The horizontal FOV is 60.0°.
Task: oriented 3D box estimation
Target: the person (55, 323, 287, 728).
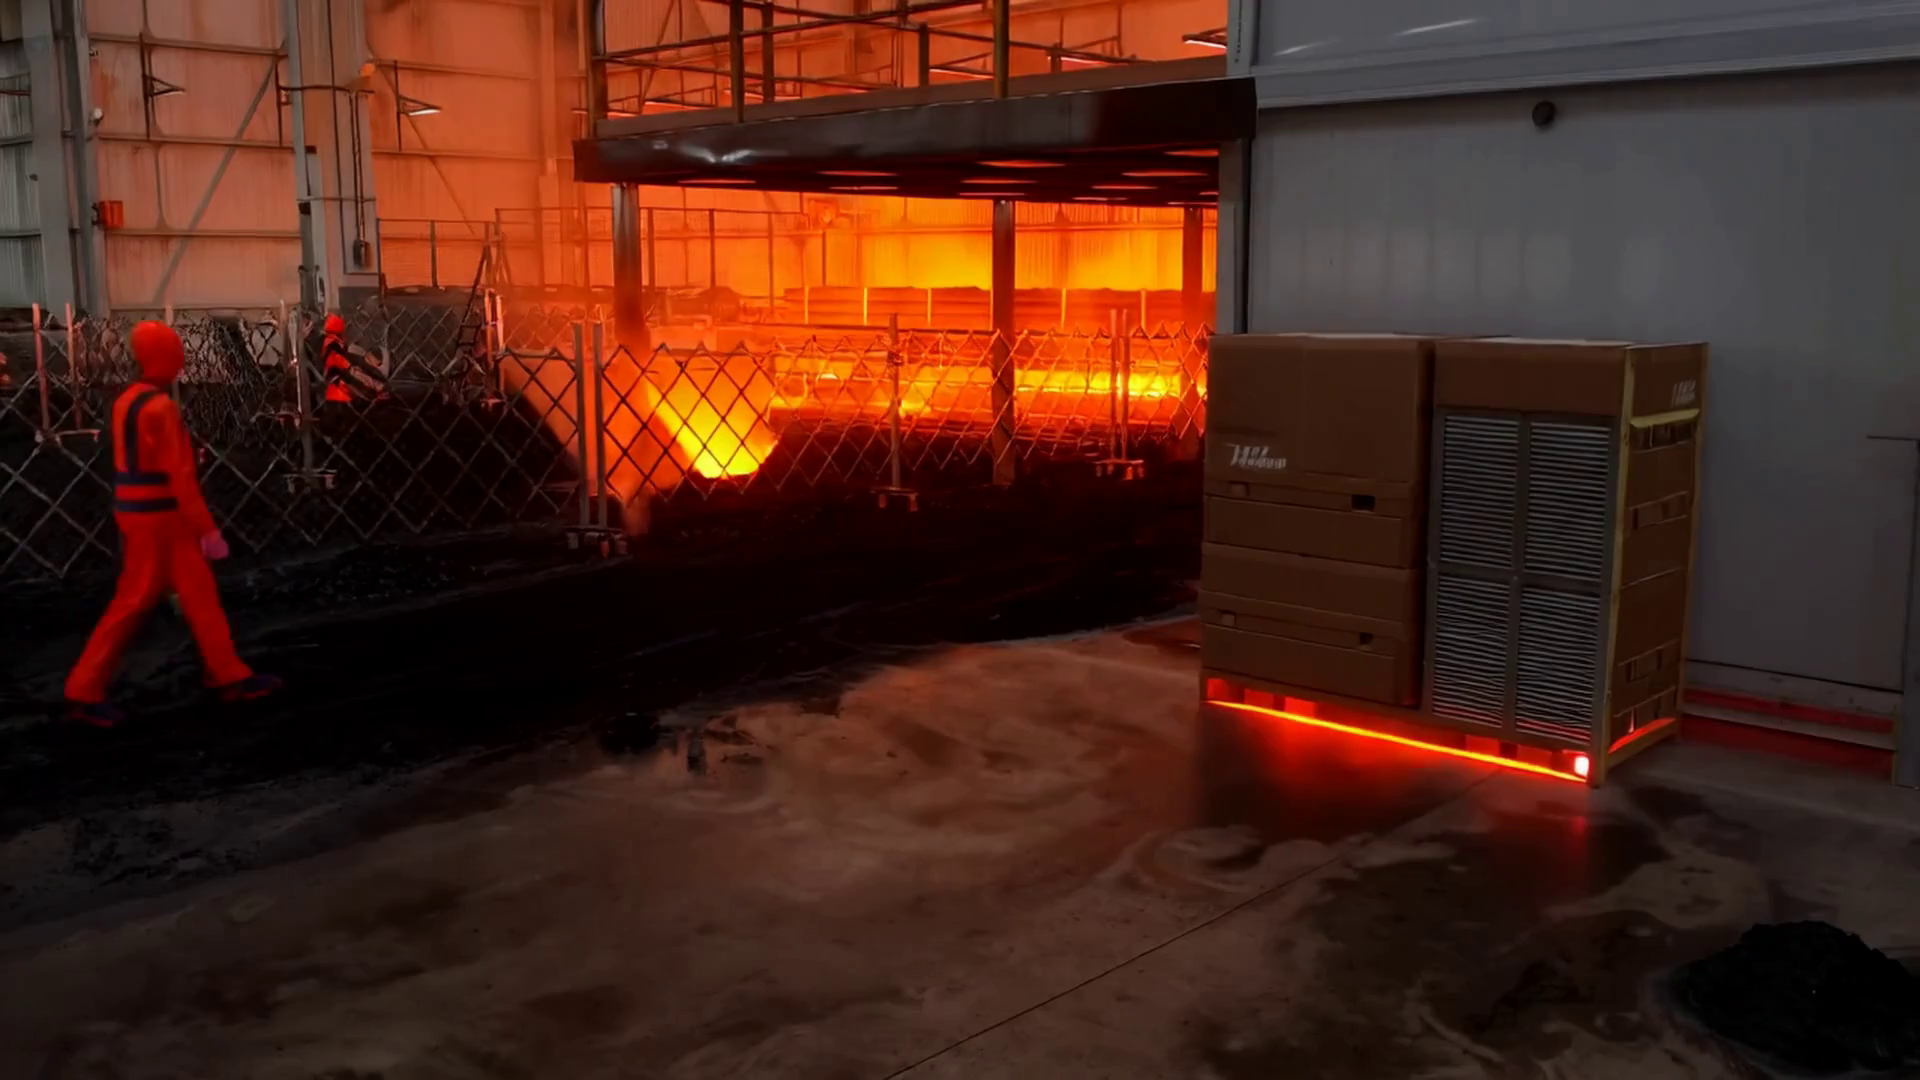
[{"bbox_3d":[-3.705,-0.073,7.634,1.005,1.836,0.581,-6,11,-34],"label":"person"}]
